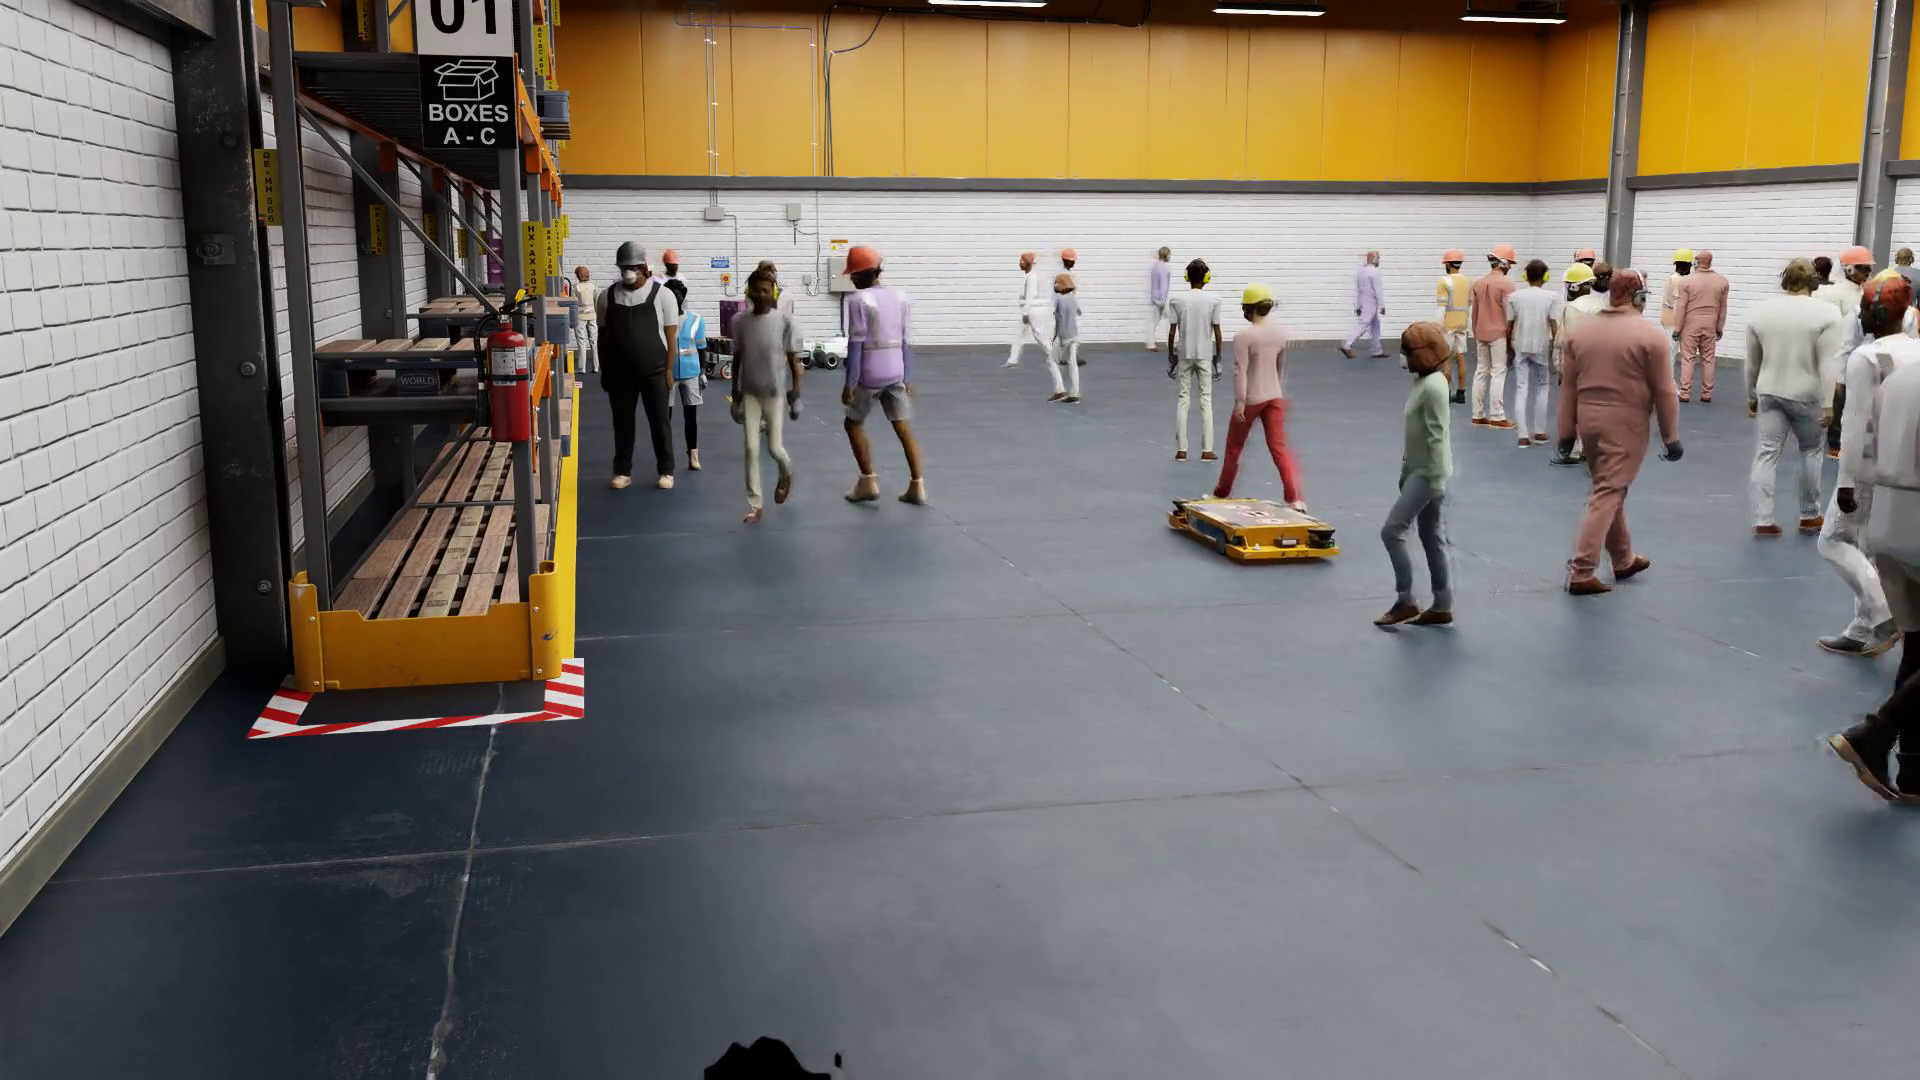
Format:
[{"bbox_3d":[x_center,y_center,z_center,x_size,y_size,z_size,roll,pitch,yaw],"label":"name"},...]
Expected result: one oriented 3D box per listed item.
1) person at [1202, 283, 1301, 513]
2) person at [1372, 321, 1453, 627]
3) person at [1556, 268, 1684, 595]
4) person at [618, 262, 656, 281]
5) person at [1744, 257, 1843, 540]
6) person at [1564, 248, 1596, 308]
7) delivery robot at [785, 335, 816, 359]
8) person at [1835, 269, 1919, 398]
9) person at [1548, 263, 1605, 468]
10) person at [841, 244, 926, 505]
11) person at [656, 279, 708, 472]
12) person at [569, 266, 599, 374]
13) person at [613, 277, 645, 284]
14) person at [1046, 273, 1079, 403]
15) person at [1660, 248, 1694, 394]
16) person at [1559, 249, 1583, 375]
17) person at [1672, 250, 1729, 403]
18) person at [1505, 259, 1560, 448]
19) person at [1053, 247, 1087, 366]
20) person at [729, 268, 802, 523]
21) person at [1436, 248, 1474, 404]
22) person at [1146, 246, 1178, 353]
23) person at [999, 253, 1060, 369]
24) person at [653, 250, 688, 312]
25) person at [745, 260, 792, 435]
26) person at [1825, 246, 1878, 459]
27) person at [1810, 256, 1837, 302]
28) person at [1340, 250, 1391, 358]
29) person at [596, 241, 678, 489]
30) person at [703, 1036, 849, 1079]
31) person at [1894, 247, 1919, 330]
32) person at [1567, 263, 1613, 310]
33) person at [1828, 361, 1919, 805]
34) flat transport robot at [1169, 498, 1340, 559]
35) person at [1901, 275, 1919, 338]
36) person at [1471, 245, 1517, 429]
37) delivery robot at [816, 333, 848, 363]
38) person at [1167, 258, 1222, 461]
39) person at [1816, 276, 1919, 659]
[{"bbox_3d":[2.228,-1.048,12.413,0.542,1.718,0.923,-6,12,-31],"label":"person"},{"bbox_3d":[2.360,-0.327,8.680,0.564,1.610,0.537,2,10,10],"label":"person"},{"bbox_3d":[3.889,-0.629,9.670,0.949,1.865,0.642,-5,12,-28],"label":"person"},{"bbox_3d":[-5.257,-3.878,27.351,0.694,1.992,0.646,-2,11,-13],"label":"person"},{"bbox_3d":[5.745,-0.970,11.435,0.861,1.906,0.666,-9,13,-40],"label":"person"},{"bbox_3d":[8.371,-2.945,22.327,0.543,1.932,0.365,3,11,14],"label":"person"},{"bbox_3d":[-2.652,-3.026,26.333,0.707,0.478,0.477,0,10,0],"label":"delivery robot"},{"bbox_3d":[7.814,-1.385,14.075,0.623,1.782,0.912,1,10,3],"label":"person"},{"bbox_3d":[5.540,-1.566,14.959,0.403,1.830,0.601,10,14,43],"label":"person"},{"bbox_3d":[-0.625,-1.247,12.722,0.695,1.998,0.712,8,13,36],"label":"person"},{"bbox_3d":[-2.494,-1.449,14.685,0.542,1.695,0.316,-3,11,-15],"label":"person"},{"bbox_3d":[-5.739,-3.358,25.425,0.518,1.640,0.307,-10,14,-44],"label":"person"},{"bbox_3d":[-4.631,-3.105,23.602,0.670,1.796,0.718,-6,12,-31],"label":"person"},{"bbox_3d":[1.285,-2.516,20.821,0.500,1.618,0.500,6,12,29],"label":"person"},{"bbox_3d":[9.419,-2.863,21.881,0.383,1.928,0.588,3,11,16],"label":"person"},{"bbox_3d":[9.215,-3.376,24.816,0.647,1.903,0.401,-8,13,-38],"label":"person"},{"bbox_3d":[9.275,-2.674,20.900,0.651,1.905,0.409,0,10,-2],"label":"person"},{"bbox_3d":[5.704,-1.852,16.507,0.563,1.841,0.795,6,12,30],"label":"person"},{"bbox_3d":[1.809,-3.789,27.054,0.777,1.903,0.578,2,11,13],"label":"person"},{"bbox_3d":[-1.412,-1.066,12.181,0.505,1.849,0.631,2,10,8],"label":"person"},{"bbox_3d":[6.115,-2.659,20.732,0.551,1.932,0.378,-5,11,-25],"label":"person"},{"bbox_3d":[3.733,-4.323,30.007,0.822,1.909,0.648,-3,11,-17],"label":"person"},{"bbox_3d":[1.141,-3.614,26.303,0.967,1.843,0.591,-2,10,-10],"label":"person"},{"bbox_3d":[-4.130,-3.183,23.775,0.579,1.885,0.953,-8,13,-37],"label":"person"},{"bbox_3d":[-1.998,-1.999,17.354,0.518,1.826,0.543,-3,11,-16],"label":"person"},{"bbox_3d":[8.174,-1.744,15.521,0.612,1.982,0.606,-7,12,-33],"label":"person"},{"bbox_3d":[9.366,-2.134,18.030,0.600,1.871,1.004,-4,11,-22],"label":"person"},{"bbox_3d":[7.028,-4.072,28.758,0.921,1.871,0.639,-1,10,-5],"label":"person"},{"bbox_3d":[-2.650,-1.423,13.591,0.680,2.000,0.535,1,10,3],"label":"person"},{"bbox_3d":[-0.120,1.043,1.040,0.514,1.641,0.308,8,13,39],"label":"person"},{"bbox_3d":[12.743,-2.987,22.555,0.627,1.934,0.370,4,11,22],"label":"person"},{"bbox_3d":[6.880,-2.086,17.976,0.651,1.778,1.031,2,10,11],"label":"person"},{"bbox_3d":[3.441,0.016,5.953,0.492,1.920,0.694,0,10,0],"label":"person"},{"bbox_3d":[1.939,-0.093,11.127,0.652,0.197,1.431,-2,10,-12],"label":"flat transport robot"},{"bbox_3d":[9.114,-1.739,16.293,0.319,1.697,0.532,-7,12,-35],"label":"person"},{"bbox_3d":[5.805,-2.196,18.025,0.393,1.985,0.611,-5,11,-24],"label":"person"},{"bbox_3d":[-1.916,-3.043,26.423,0.707,0.478,0.477,-5,11,-27],"label":"delivery robot"},{"bbox_3d":[2.166,-1.657,15.361,0.513,1.871,0.329,3,11,16],"label":"person"},{"bbox_3d":[4.423,-0.321,7.976,0.576,1.872,0.467,-5,11,-25],"label":"person"}]
